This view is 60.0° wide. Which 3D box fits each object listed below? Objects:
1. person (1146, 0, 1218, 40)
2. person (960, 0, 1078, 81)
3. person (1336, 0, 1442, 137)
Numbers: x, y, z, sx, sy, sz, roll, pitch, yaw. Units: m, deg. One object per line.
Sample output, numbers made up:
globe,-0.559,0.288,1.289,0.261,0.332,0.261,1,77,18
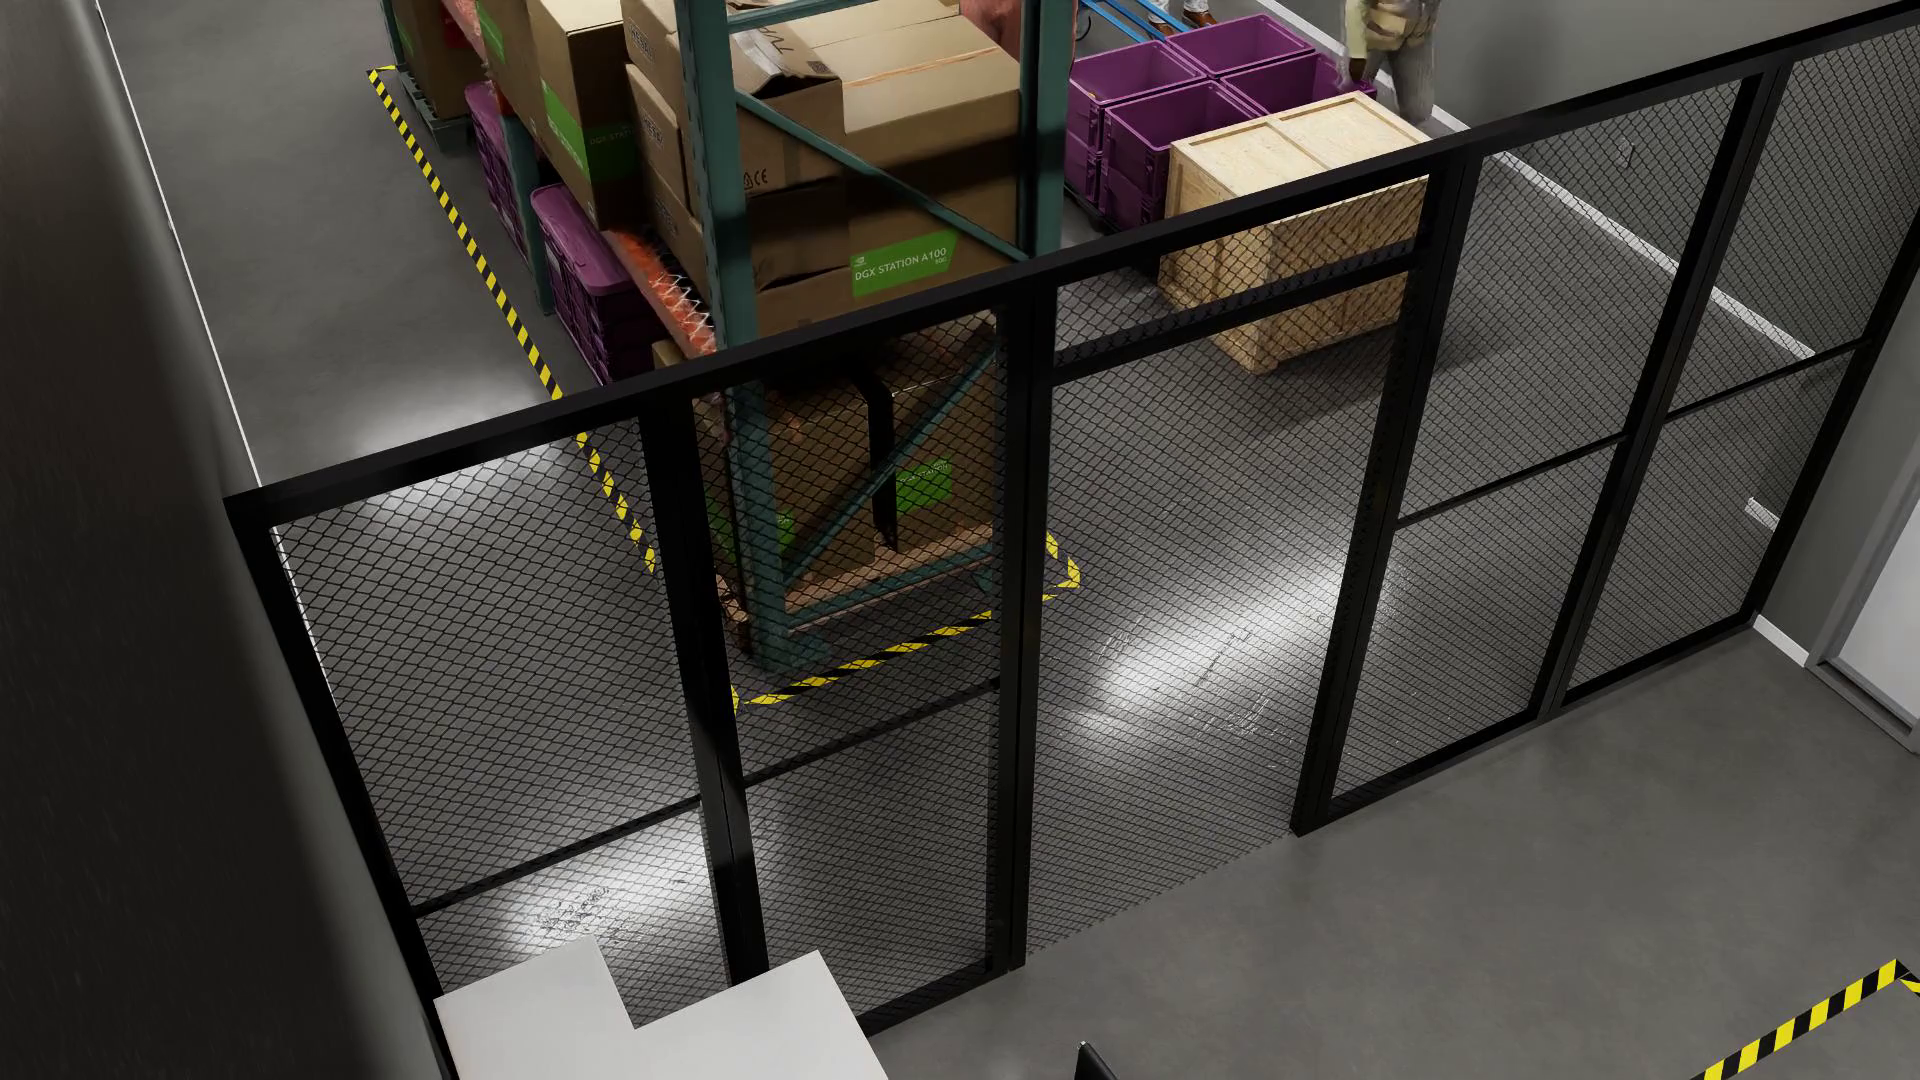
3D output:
person,1.275,-3.622,8.907,0.636,1.938,0.358,-22,47,-22
person,0.216,-1.809,6.882,0.611,1.996,0.378,-31,51,-29
person,2.008,-2.283,7.540,0.608,1.799,0.804,-14,44,-15
